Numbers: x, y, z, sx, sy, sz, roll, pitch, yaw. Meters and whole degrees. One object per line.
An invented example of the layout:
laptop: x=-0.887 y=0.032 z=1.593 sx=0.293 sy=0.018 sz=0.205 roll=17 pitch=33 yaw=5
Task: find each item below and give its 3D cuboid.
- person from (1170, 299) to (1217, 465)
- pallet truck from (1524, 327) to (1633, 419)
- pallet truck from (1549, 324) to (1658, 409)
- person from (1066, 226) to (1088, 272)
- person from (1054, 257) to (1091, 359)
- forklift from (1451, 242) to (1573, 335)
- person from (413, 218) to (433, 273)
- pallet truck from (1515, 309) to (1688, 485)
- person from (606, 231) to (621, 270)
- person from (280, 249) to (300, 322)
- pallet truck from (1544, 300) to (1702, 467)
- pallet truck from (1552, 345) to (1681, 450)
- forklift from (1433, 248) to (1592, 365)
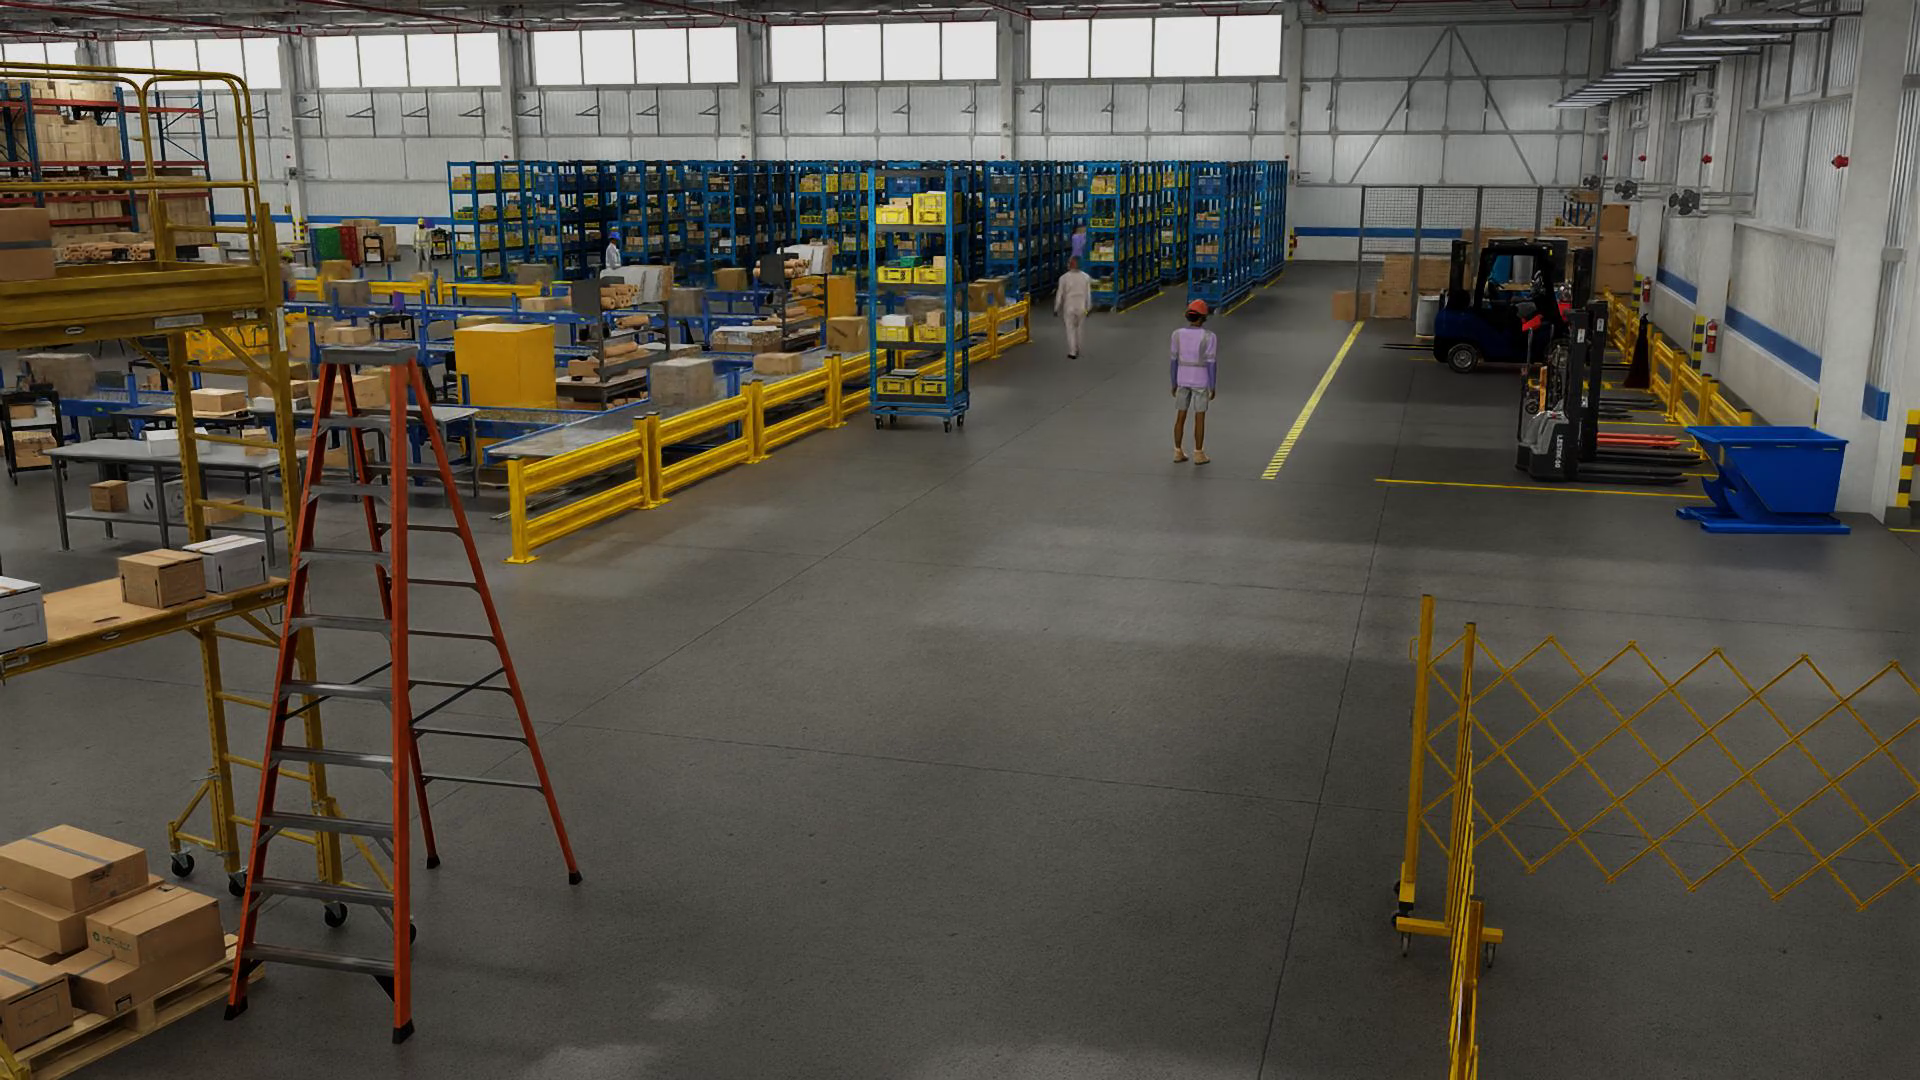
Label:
person: x=2.889 y=-1.948 z=20.541 sx=0.608 sy=2.034 sz=0.406 roll=8 pitch=15 yaw=31
pallet truck: x=9.065 y=-2.460 z=24.370 sx=1.522 sy=1.261 sz=0.704 roll=3 pitch=13 yaw=14
pallet truck: x=9.824 y=-2.669 z=25.407 sx=1.601 sy=1.201 sz=0.680 roll=4 pitch=14 yaw=16
person: x=3.367 y=-8.025 z=47.294 sx=0.746 sy=1.802 sz=0.407 roll=0 pitch=13 yaw=-1
person: x=2.069 y=-4.383 z=31.368 sx=0.678 sy=1.882 sz=0.766 roll=-5 pitch=14 yaw=-20
forklift: x=10.464 y=-4.597 z=31.405 sx=2.680 sy=1.987 sz=1.157 roll=4 pitch=14 yaw=16
person: x=-16.977 y=-9.257 z=52.581 sx=0.599 sy=1.824 sz=0.403 roll=0 pitch=13 yaw=-1
pallet truck: x=7.554 y=-1.677 z=19.446 sx=1.885 sy=1.965 sz=0.823 roll=3 pitch=13 yaw=14
person: x=-8.461 y=-6.566 z=40.691 sx=0.402 sy=1.938 sz=0.602 roll=-2 pitch=13 yaw=-10
person: x=-14.817 y=-5.516 z=36.587 sx=0.746 sy=1.744 sz=0.527 roll=0 pitch=13 yaw=2
pallet truck: x=8.263 y=-1.952 z=20.631 sx=1.885 sy=1.965 sz=0.823 roll=5 pitch=14 yaw=20
pallet truck: x=8.641 y=-1.896 z=21.908 sx=1.630 sy=1.274 sz=0.653 roll=4 pitch=14 yaw=16
forklift: x=9.780 y=-4.111 z=29.280 sx=2.680 sy=1.987 sz=1.157 roll=3 pitch=13 yaw=14
